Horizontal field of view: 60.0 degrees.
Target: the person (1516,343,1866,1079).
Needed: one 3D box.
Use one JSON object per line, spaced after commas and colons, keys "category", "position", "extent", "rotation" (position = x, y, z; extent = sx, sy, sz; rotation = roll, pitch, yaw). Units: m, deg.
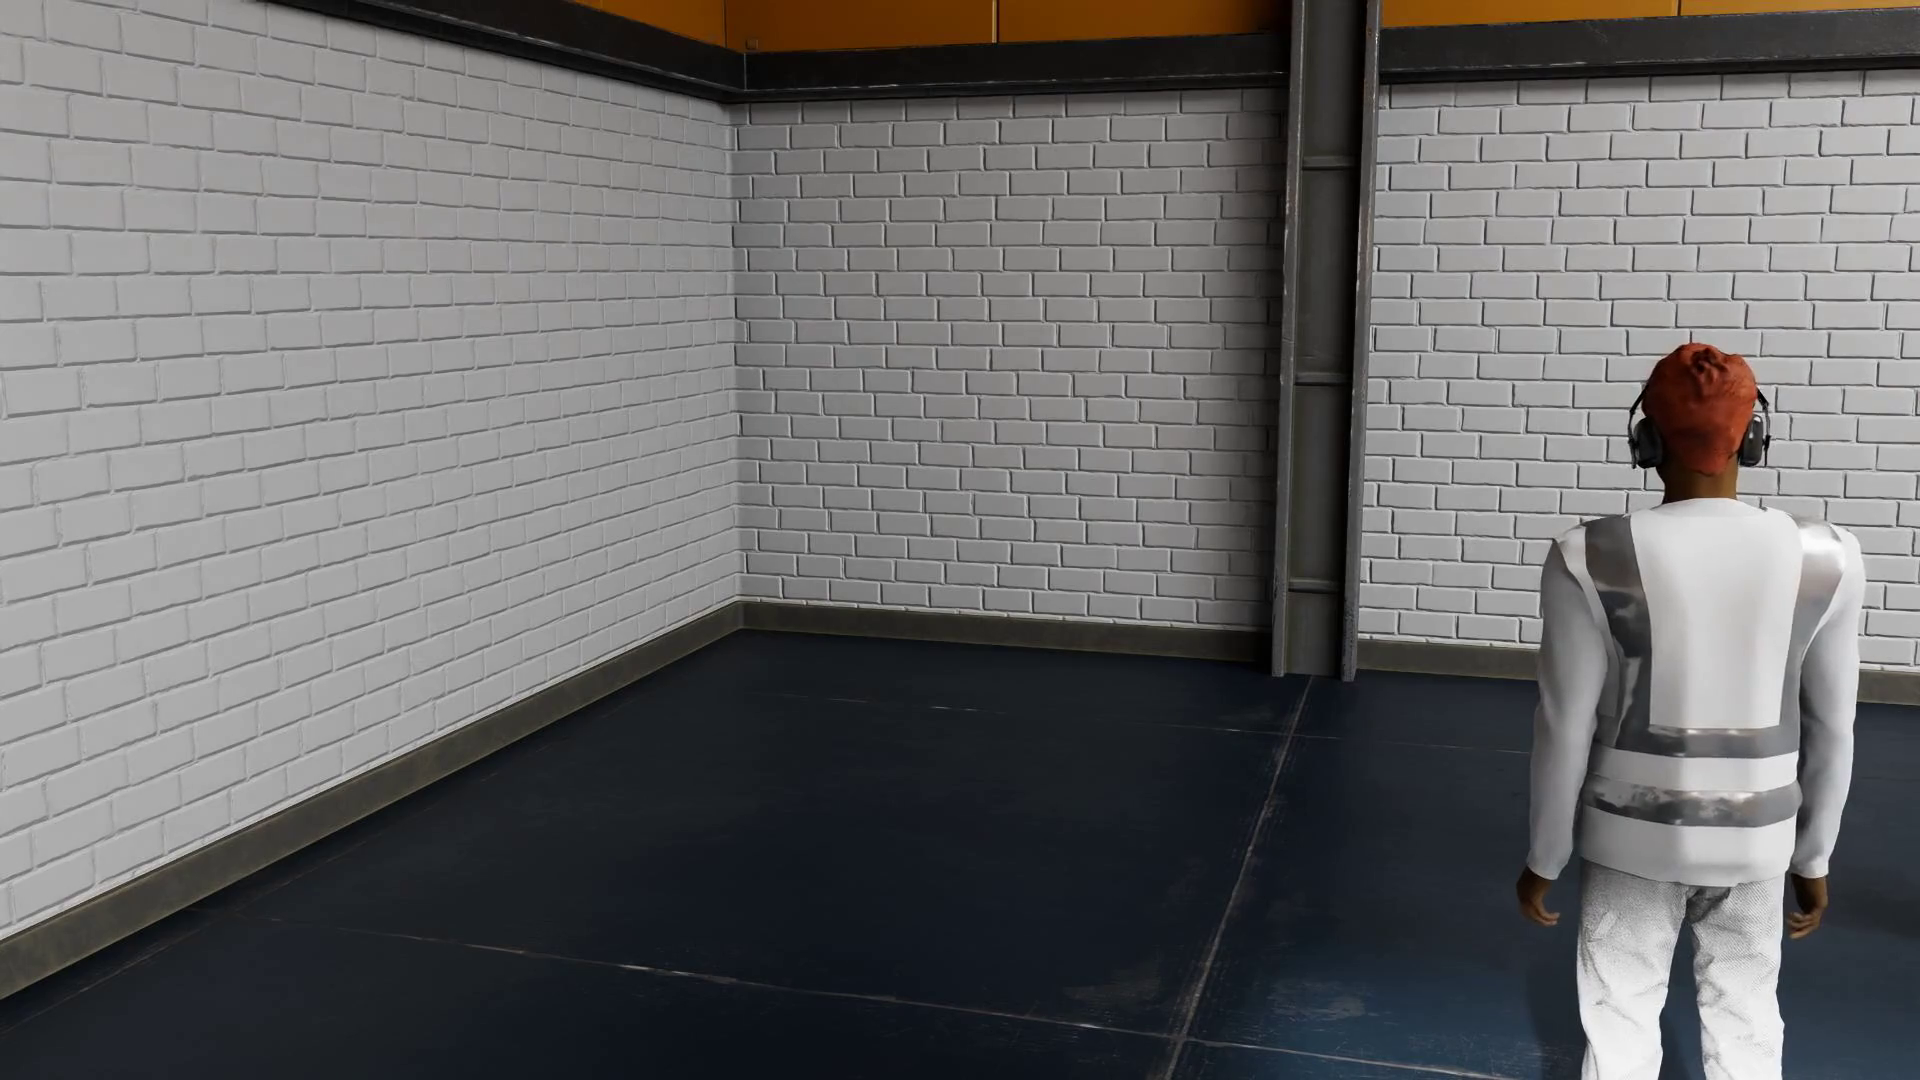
{"category": "person", "position": [1.346, 0.579, 3.116], "extent": [0.573, 1.887, 0.355], "rotation": [1, 9, 5]}
